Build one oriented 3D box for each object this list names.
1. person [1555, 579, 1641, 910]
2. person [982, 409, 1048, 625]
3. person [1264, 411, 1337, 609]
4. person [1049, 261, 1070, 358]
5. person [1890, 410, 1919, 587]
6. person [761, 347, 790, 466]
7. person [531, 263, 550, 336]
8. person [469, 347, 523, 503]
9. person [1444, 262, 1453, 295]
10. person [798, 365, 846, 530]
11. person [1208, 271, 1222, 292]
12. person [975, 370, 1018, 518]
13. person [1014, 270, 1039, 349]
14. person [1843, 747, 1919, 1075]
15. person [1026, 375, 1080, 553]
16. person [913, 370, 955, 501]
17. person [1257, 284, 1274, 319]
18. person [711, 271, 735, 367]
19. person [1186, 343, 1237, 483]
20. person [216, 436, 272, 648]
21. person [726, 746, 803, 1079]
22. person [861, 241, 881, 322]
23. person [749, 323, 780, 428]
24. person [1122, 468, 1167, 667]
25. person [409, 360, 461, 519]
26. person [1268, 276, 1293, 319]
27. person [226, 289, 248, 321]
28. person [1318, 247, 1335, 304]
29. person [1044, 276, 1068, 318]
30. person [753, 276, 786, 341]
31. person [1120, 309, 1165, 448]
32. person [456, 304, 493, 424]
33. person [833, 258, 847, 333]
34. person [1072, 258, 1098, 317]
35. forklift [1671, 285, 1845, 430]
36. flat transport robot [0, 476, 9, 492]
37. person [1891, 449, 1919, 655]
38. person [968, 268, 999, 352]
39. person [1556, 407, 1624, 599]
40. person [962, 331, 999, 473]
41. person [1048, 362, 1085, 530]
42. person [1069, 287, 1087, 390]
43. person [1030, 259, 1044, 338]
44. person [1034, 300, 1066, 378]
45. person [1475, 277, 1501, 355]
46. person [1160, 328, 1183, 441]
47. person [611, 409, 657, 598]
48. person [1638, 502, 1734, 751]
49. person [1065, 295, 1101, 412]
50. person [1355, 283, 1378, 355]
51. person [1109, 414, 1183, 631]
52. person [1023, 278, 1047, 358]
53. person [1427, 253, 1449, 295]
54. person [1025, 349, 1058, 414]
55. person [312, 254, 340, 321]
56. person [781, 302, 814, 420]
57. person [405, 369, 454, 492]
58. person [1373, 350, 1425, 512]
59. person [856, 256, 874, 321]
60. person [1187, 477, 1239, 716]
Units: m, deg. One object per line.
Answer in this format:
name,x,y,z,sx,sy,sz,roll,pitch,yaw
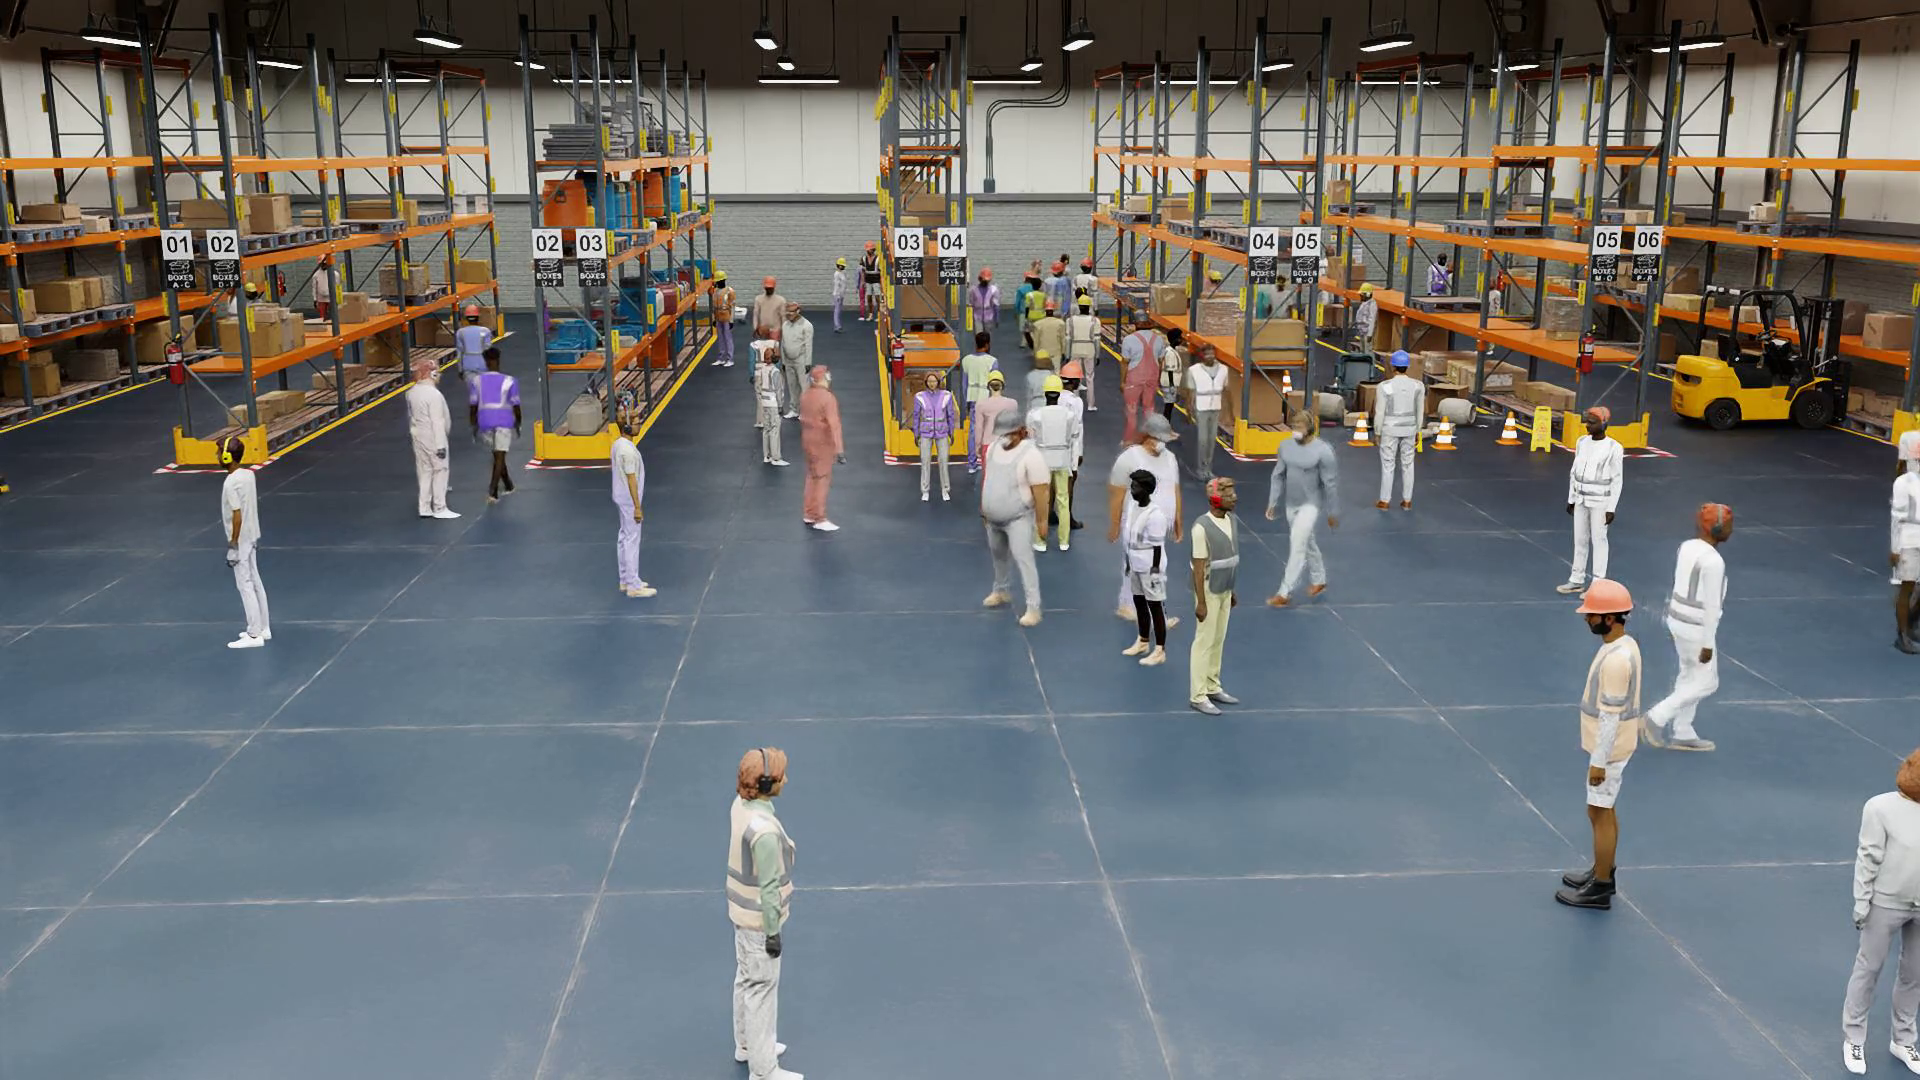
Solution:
person,3.688,1.169,9.578,0.391,1.923,0.549,6,14,23
person,0.517,-0.286,15.479,0.576,2.000,0.864,-12,18,-41
person,3.274,-0.310,15.930,1.002,1.884,0.617,-9,16,-35
person,2.096,-4.816,34.740,0.446,2.021,0.795,3,14,11
person,9.599,-0.441,16.573,0.518,1.837,0.783,6,14,23
person,-2.579,-1.843,22.934,0.307,1.641,0.511,-8,16,-31
person,-9.793,-5.632,38.759,0.338,1.744,0.560,-9,16,-34
person,-5.779,-1.431,20.638,0.632,1.911,0.987,1,13,5
person,11.742,-5.842,39.912,0.330,1.616,0.511,6,15,25
person,-1.571,-1.056,19.089,0.402,1.892,0.819,-9,16,-33
person,5.354,-4.772,35.070,0.321,1.769,0.523,-1,13,-5
person,0.426,-1.116,19.605,0.523,1.760,0.325,-2,13,-8
person,1.471,-4.949,35.944,0.566,1.719,0.711,-9,16,-35
person,4.450,1.729,7.815,0.499,1.633,0.283,1,13,4
person,0.989,-0.817,17.971,0.594,1.926,0.367,-2,13,-10
person,-0.325,-1.290,20.614,0.519,1.633,0.311,0,13,-2
person,7.410,-6.037,40.452,0.556,1.746,0.482,11,17,39
person,-4.748,-4.430,33.300,0.585,1.917,0.380,11,17,38
person,3.299,-1.670,21.811,0.639,1.826,0.539,-5,14,-22
person,-6.302,0.018,14.560,0.313,1.869,0.539,-1,13,-3
person,-0.927,1.747,7.747,0.312,1.631,0.508,-5,14,-19
person,-2.208,-6.485,41.766,0.619,2.029,0.410,6,15,25
person,-3.043,-2.566,25.989,0.513,1.645,0.307,-7,15,-27
person,1.569,0.227,14.075,0.325,1.690,0.537,-5,14,-21
person,-6.190,-1.166,19.536,0.465,1.893,0.651,-11,17,-38
person,6.326,-4.319,33.029,0.506,1.830,0.901,4,14,18
person,-13.891,-4.105,32.108,0.393,1.834,0.563,-11,17,-40
person,9.349,-6.510,42.233,0.606,1.862,0.564,-3,14,-13
person,2.203,-5.487,38.204,0.558,1.723,0.822,-2,13,-9
person,-3.559,-3.966,31.197,0.631,1.981,0.635,2,13,9
person,2.615,-2.365,24.285,0.686,2.000,0.535,-6,14,-22
person,-7.542,-2.704,25.965,0.555,1.937,0.397,-1,13,-5
person,-2.834,-5.799,39.444,0.337,1.759,0.525,2,13,8
person,2.665,-4.935,35.164,0.605,2.045,0.385,9,16,34
forklift,12.503,-2.886,26.166,2.313,2.155,1.214,-1,13,-3
flat transport robot,-12.776,-0.771,21.326,0.652,0.197,1.431,-13,18,-43
person,8.312,0.031,14.397,0.550,1.920,0.427,1,13,2
person,0.471,-4.442,33.197,0.619,2.007,0.969,0,13,-1
person,6.125,-0.360,16.129,0.344,1.882,0.584,-6,15,-24
person,0.289,-1.837,22.312,0.587,1.920,0.392,10,16,36
person,1.245,-1.079,19.102,0.396,1.929,0.539,-10,17,-37
person,2.147,-3.639,30.075,0.319,1.865,0.519,-8,15,-30
person,1.664,-5.279,36.952,0.399,1.895,0.696,1,13,2
person,1.546,-3.241,28.608,0.562,1.753,0.322,0,13,1
person,11.193,-4.749,35.257,0.283,1.633,0.497,-11,17,-40
person,3.163,-2.335,24.921,0.321,1.686,0.539,2,13,10
person,-3.204,-0.360,16.212,0.345,1.846,0.507,-6,15,-25
person,5.206,0.646,11.921,0.535,1.870,0.574,0,13,1
person,2.041,-3.087,27.599,0.587,1.922,0.383,3,14,12
person,7.665,-3.931,31.405,0.404,1.823,0.596,-1,13,-5
person,1.754,-0.186,15.056,0.695,2.000,1.038,-9,16,-34
person,1.540,-4.605,34.531,0.558,1.680,0.434,-8,15,-30
person,11.533,-5.969,39.977,0.630,1.846,0.429,-2,13,-7
person,1.067,-1.666,22.034,0.502,1.706,0.600,5,14,19
person,-14.114,-5.360,37.071,0.612,1.995,0.376,-1,13,-5
person,-2.645,-2.879,26.784,0.635,1.900,0.398,9,16,34
person,-6.667,-1.355,20.900,0.520,1.619,0.621,2,13,8
person,5.266,-1.305,19.991,0.605,1.951,0.380,-2,13,-6
person,-2.406,-6.389,42.202,0.499,1.634,0.279,-5,14,-19
person,1.964,0.416,12.910,0.382,1.849,0.571,9,16,33
